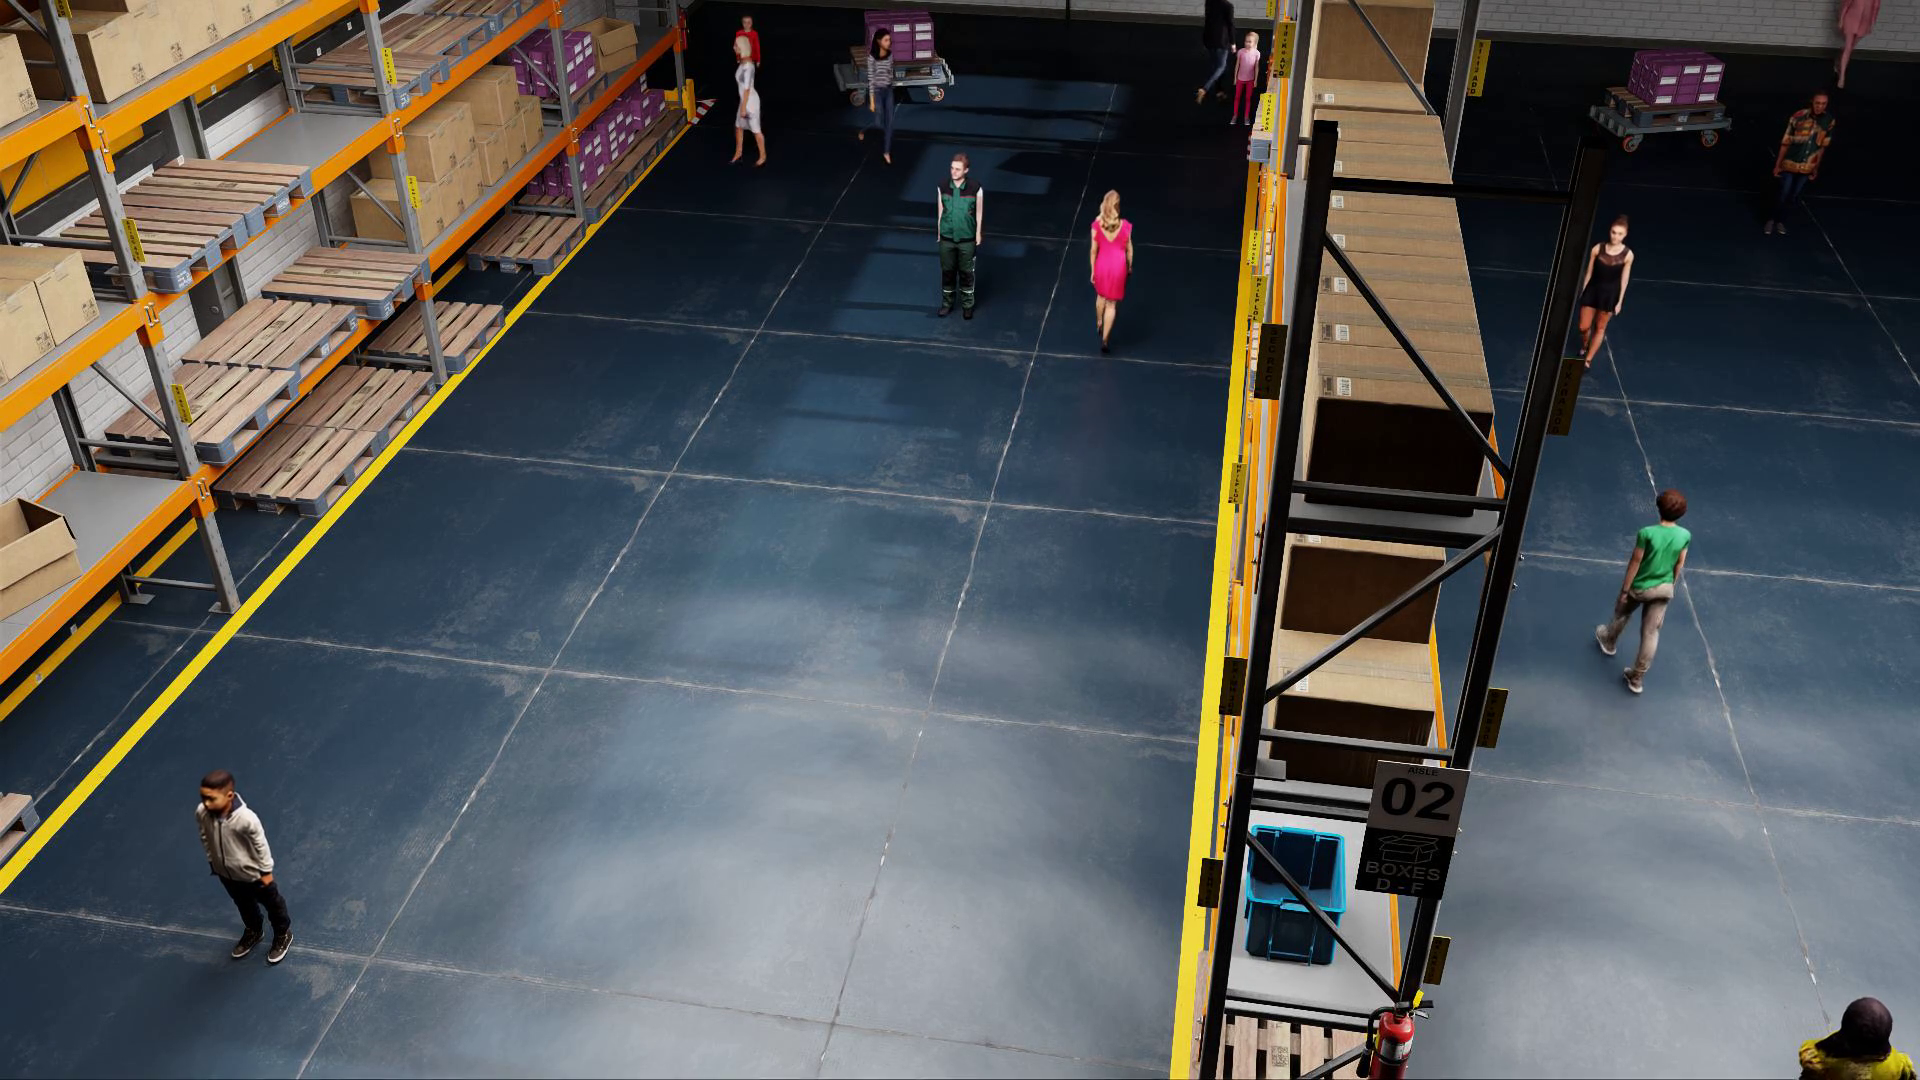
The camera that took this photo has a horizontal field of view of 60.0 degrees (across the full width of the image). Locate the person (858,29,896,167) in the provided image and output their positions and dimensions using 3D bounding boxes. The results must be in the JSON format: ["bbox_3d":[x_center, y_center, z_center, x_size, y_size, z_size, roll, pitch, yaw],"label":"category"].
[{"bbox_3d":[-1.080,-5.728,21.520,0.944,1.777,0.960,-27,42,-35],"label":"person"}]

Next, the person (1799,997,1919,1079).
[{"bbox_3d":[4.450,3.035,8.468,0.914,1.631,1.069,13,36,18],"label":"person"}]

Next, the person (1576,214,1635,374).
[{"bbox_3d":[6.489,-2.499,16.760,0.654,1.669,0.684,16,37,22],"label":"person"}]

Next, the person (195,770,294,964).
[{"bbox_3d":[-4.403,1.979,10.216,0.571,1.454,0.498,7,34,10],"label":"person"}]

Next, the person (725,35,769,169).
[{"bbox_3d":[-2.638,-5.626,21.407,0.840,1.731,0.834,-9,35,-14],"label":"person"}]

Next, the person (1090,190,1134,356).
[{"bbox_3d":[1.523,-2.706,17.039,0.618,1.704,0.838,9,35,14],"label":"person"}]

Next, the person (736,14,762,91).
[{"bbox_3d":[-3.007,-6.858,23.674,0.530,1.274,0.557,1,34,2],"label":"person"}]

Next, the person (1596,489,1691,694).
[{"bbox_3d":[5.172,0.419,12.411,0.702,1.623,1.003,1,34,1],"label":"person"}]

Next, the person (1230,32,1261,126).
[{"bbox_3d":[3.952,-6.391,22.973,0.478,1.273,0.495,7,34,10],"label":"person"}]

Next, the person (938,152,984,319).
[{"bbox_3d":[-0.012,-3.259,17.749,0.628,1.839,0.560,7,34,10],"label":"person"}]

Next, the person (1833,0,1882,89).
[{"bbox_3d":[13.092,-7.570,24.308,0.626,1.759,1.091,6,34,9],"label":"person"}]

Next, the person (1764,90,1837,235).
[{"bbox_3d":[9.873,-4.442,19.580,0.687,1.783,0.649,5,34,8],"label":"person"}]

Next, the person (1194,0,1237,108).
[{"bbox_3d":[3.491,-6.729,22.591,1.153,1.766,1.113,-26,42,-33],"label":"person"}]
